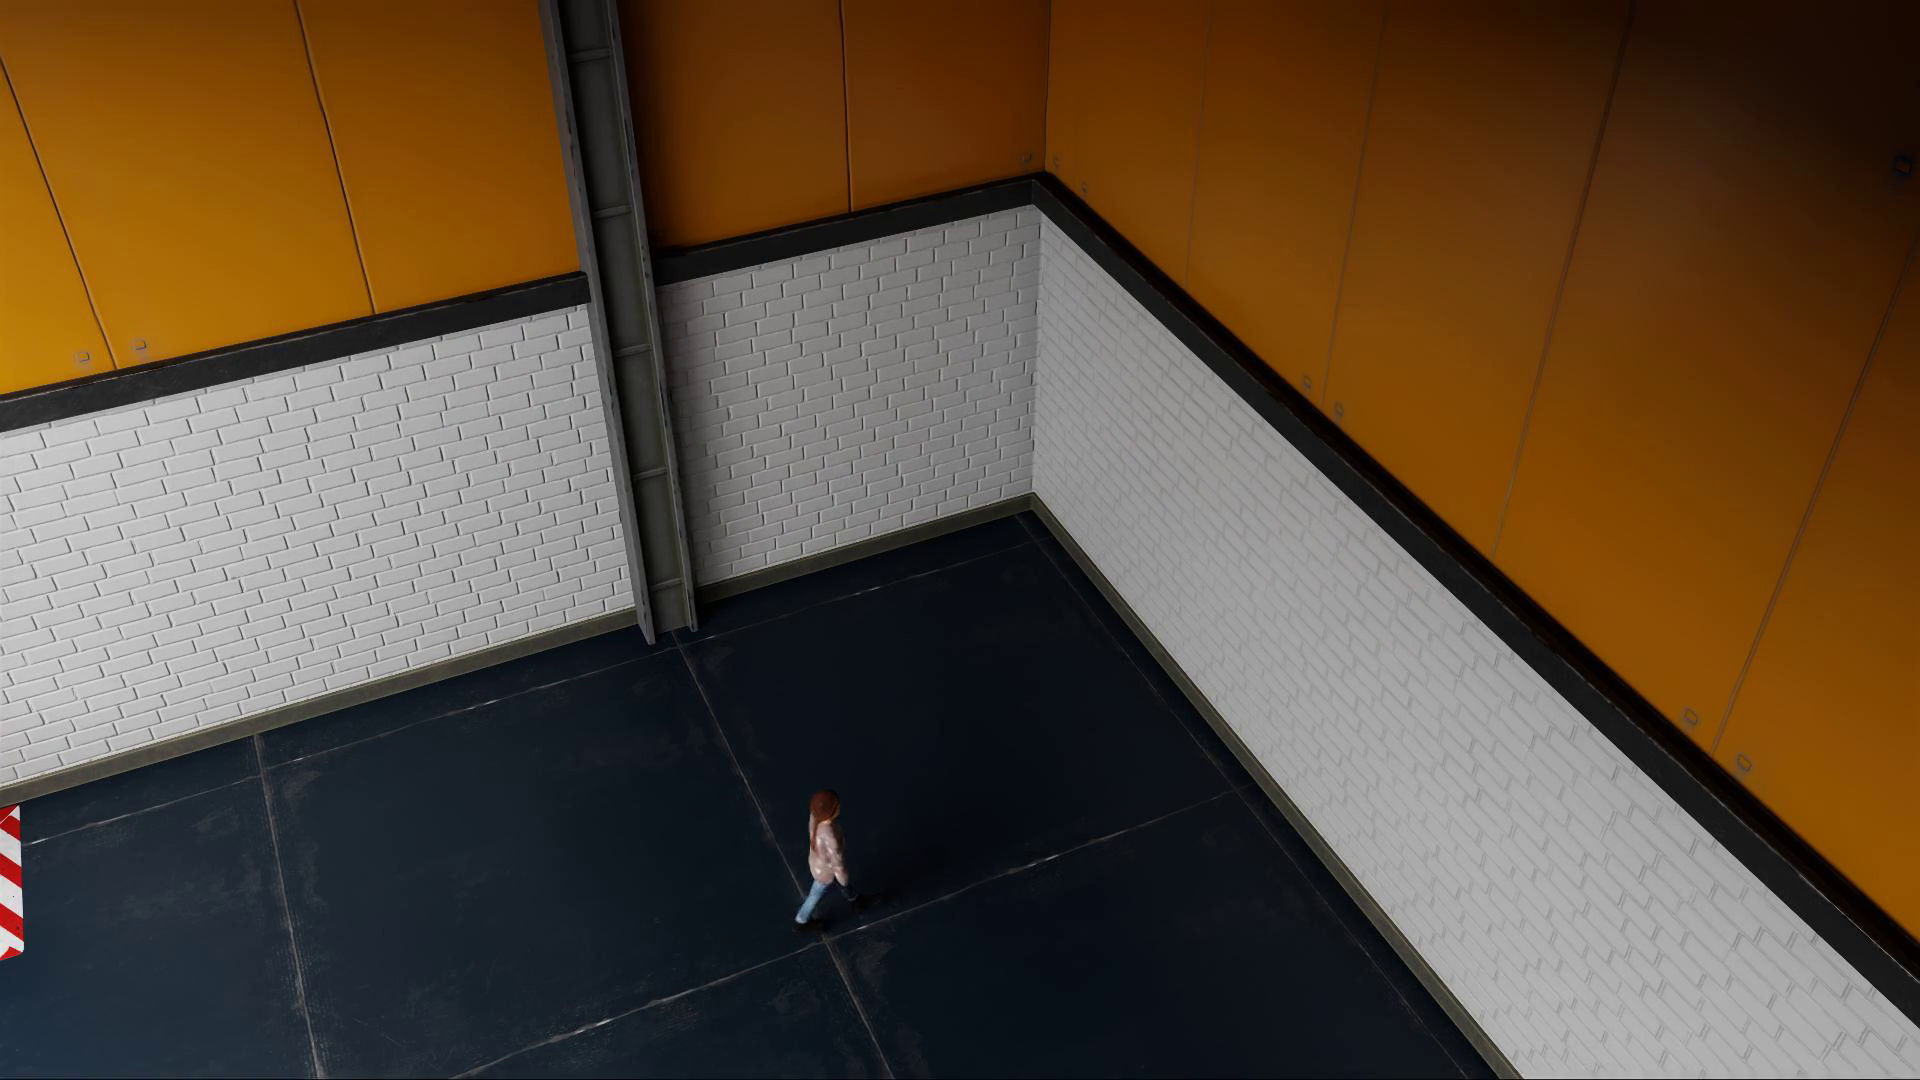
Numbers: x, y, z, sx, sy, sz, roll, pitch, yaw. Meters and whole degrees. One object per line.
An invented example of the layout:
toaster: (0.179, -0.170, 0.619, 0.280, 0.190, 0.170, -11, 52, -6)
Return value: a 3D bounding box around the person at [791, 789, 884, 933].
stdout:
person: (-0.855, 1.970, 10.063, 0.836, 1.168, 0.543, -13, 40, -16)
